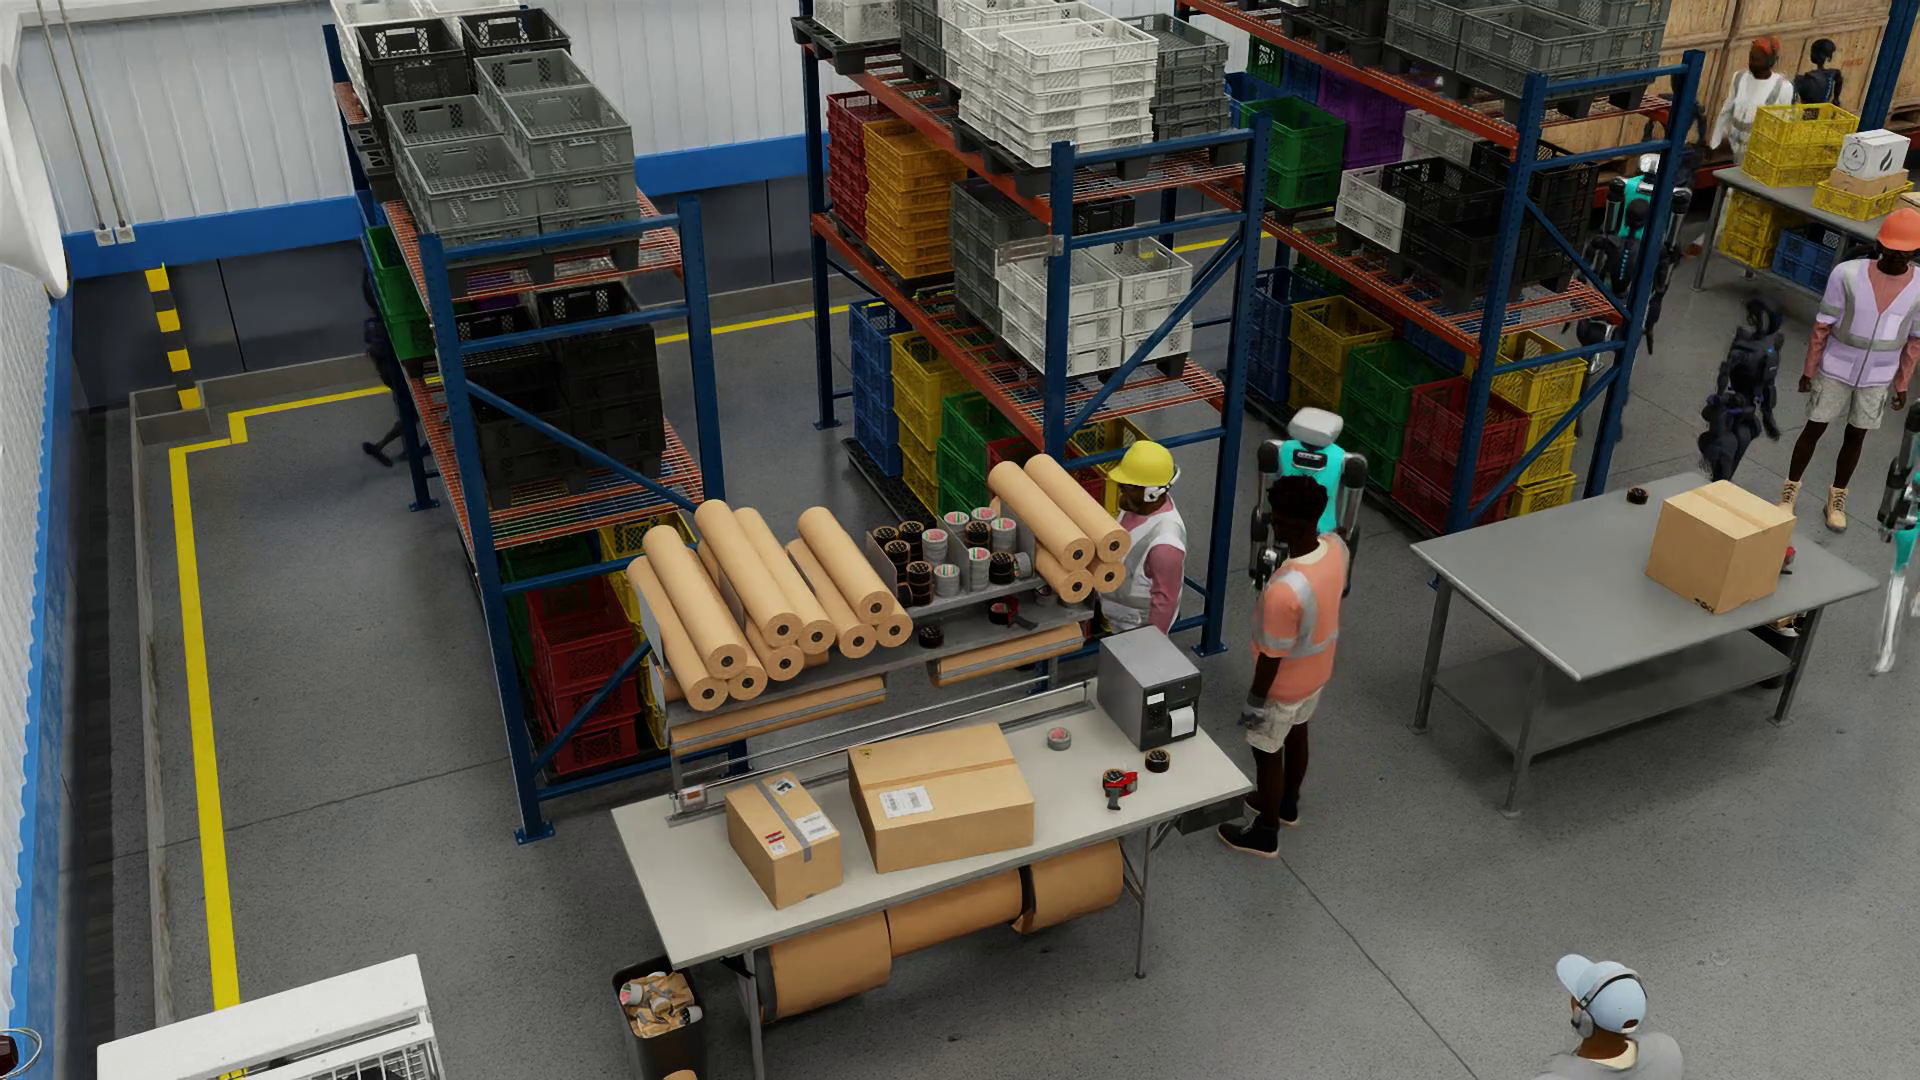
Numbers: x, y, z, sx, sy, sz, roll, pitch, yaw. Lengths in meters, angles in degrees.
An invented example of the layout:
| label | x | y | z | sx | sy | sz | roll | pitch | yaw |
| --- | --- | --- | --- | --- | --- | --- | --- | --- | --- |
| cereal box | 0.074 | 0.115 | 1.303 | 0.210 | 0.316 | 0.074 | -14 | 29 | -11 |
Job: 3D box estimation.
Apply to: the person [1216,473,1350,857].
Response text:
| label | x | y | z | sx | sy | sz | roll | pitch | yaw |
| --- | --- | --- | --- | --- | --- | --- | --- | --- | --- |
| person | 1.443 | 0.574 | 7.433 | 0.398 | 1.956 | 0.602 | 22 | 38 | 31 |

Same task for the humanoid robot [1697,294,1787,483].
| label | x | y | z | sx | sy | sz | roll | pitch | yaw |
| --- | --- | --- | --- | --- | --- | --- | --- | --- | --- |
| humanoid robot | 4.560 | -0.677 | 9.767 | 0.601 | 1.652 | 0.617 | -19 | 36 | -28 |

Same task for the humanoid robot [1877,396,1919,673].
| label | x | y | z | sx | sy | sz | roll | pitch | yaw |
| --- | --- | --- | --- | --- | --- | --- | --- | --- | --- |
| humanoid robot | 5.265 | -0.205 | 8.932 | 0.540 | 1.776 | 0.973 | 21 | 37 | 30 |

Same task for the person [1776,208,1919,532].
| label | x | y | z | sx | sy | sz | roll | pitch | yaw |
| --- | --- | --- | --- | --- | --- | --- | --- | --- | --- |
| person | 5.344 | -0.996 | 9.896 | 0.605 | 2.045 | 0.375 | 12 | 33 | 18 |

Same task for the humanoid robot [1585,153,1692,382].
| label | x | y | z | sx | sy | sz | roll | pitch | yaw |
| --- | --- | --- | --- | --- | --- | --- | --- | --- | --- |
| humanoid robot | 4.727 | -1.937 | 11.587 | 0.533 | 1.677 | 0.735 | 18 | 36 | 26 |

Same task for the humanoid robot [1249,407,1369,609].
| label | x | y | z | sx | sy | sz | roll | pitch | yaw |
| --- | --- | --- | --- | --- | --- | --- | --- | --- | --- |
| humanoid robot | 1.624 | 0.251 | 8.165 | 0.543 | 1.764 | 0.922 | 13 | 34 | 20 |

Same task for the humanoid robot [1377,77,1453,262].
| label | x | y | z | sx | sy | sz | roll | pitch | yaw |
| --- | --- | --- | --- | --- | --- | --- | --- | --- | --- |
| humanoid robot | 3.542 | -2.816 | 13.152 | 1.018 | 1.732 | 0.554 | 3 | 32 | 4 |

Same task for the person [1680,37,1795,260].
| label | x | y | z | sx | sy | sz | roll | pitch | yaw |
| --- | --- | --- | --- | --- | --- | --- | --- | --- | --- |
| person | 6.537 | -3.255 | 13.772 | 1.001 | 1.826 | 0.583 | -12 | 34 | -19 |

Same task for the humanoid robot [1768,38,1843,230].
| label | x | y | z | sx | sy | sz | roll | pitch | yaw |
| --- | --- | --- | --- | --- | --- | --- | --- | --- | --- |
| humanoid robot | 7.252 | -3.442 | 14.226 | 0.616 | 1.658 | 0.356 | -12 | 33 | -18 |

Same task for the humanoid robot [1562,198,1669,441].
| label | x | y | z | sx | sy | sz | roll | pitch | yaw |
| --- | --- | --- | --- | --- | --- | --- | --- | --- | --- |
| humanoid robot | 4.306 | -1.449 | 10.982 | 0.590 | 1.652 | 0.322 | 14 | 34 | 22 |

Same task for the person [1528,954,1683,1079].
| label | x | y | z | sx | sy | sz | roll | pitch | yaw |
| --- | --- | --- | --- | --- | --- | --- | --- | --- | --- |
| person | 1.866 | 2.008 | 5.199 | 0.596 | 1.850 | 0.397 | -14 | 34 | -21 |

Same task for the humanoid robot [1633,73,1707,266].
| label | x | y | z | sx | sy | sz | roll | pitch | yaw |
| --- | --- | --- | --- | --- | --- | --- | --- | --- | --- |
| humanoid robot | 5.838 | -3.087 | 13.638 | 0.397 | 1.632 | 0.609 | -18 | 36 | -27 |

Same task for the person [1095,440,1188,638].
| label | x | y | z | sx | sy | sz | roll | pitch | yaw |
| --- | --- | --- | --- | --- | --- | --- | --- | --- | --- |
| person | 0.840 | 0.342 | 7.923 | 0.404 | 1.833 | 0.587 | -5 | 32 | -8 |

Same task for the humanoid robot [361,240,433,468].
| label | x | y | z | sx | sy | sz | roll | pitch | yaw |
| --- | --- | --- | --- | --- | --- | --- | --- | --- | --- |
| humanoid robot | -3.675 | -1.200 | 10.581 | 0.470 | 1.641 | 0.604 | -12 | 33 | -18 |
